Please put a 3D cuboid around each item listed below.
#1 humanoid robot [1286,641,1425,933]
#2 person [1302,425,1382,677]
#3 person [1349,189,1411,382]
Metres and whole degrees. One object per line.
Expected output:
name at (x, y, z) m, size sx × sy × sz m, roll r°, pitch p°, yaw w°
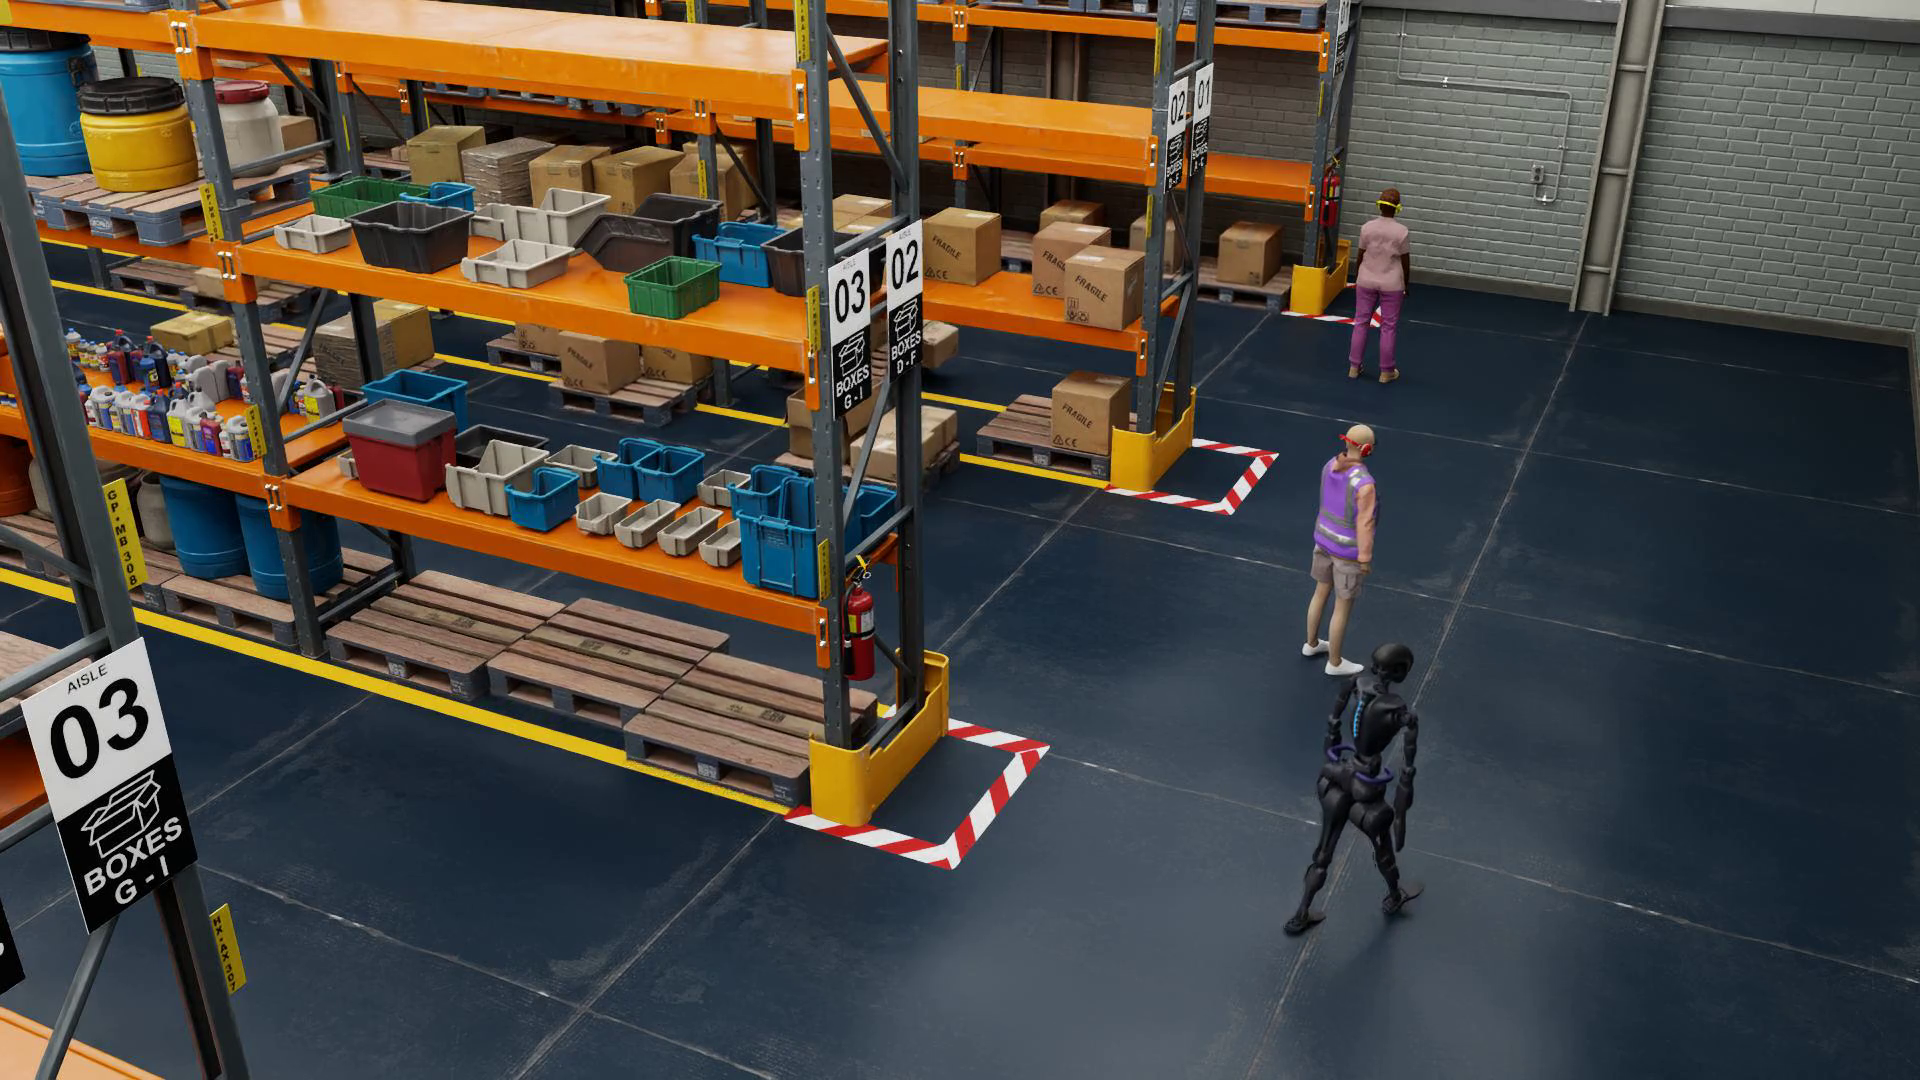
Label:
humanoid robot at (2.024, 1.218, 8.297) m, size 0.766 × 1.622 × 0.608 m, roll -16°, pitch 30°, yaw -29°
person at (2.435, 0.060, 10.583) m, size 0.345 × 1.688 × 0.490 m, roll -11°, pitch 28°, yaw -21°
person at (3.881, -2.341, 15.320) m, size 0.518 × 1.801 × 0.331 m, roll 14°, pitch 30°, yaw 26°
